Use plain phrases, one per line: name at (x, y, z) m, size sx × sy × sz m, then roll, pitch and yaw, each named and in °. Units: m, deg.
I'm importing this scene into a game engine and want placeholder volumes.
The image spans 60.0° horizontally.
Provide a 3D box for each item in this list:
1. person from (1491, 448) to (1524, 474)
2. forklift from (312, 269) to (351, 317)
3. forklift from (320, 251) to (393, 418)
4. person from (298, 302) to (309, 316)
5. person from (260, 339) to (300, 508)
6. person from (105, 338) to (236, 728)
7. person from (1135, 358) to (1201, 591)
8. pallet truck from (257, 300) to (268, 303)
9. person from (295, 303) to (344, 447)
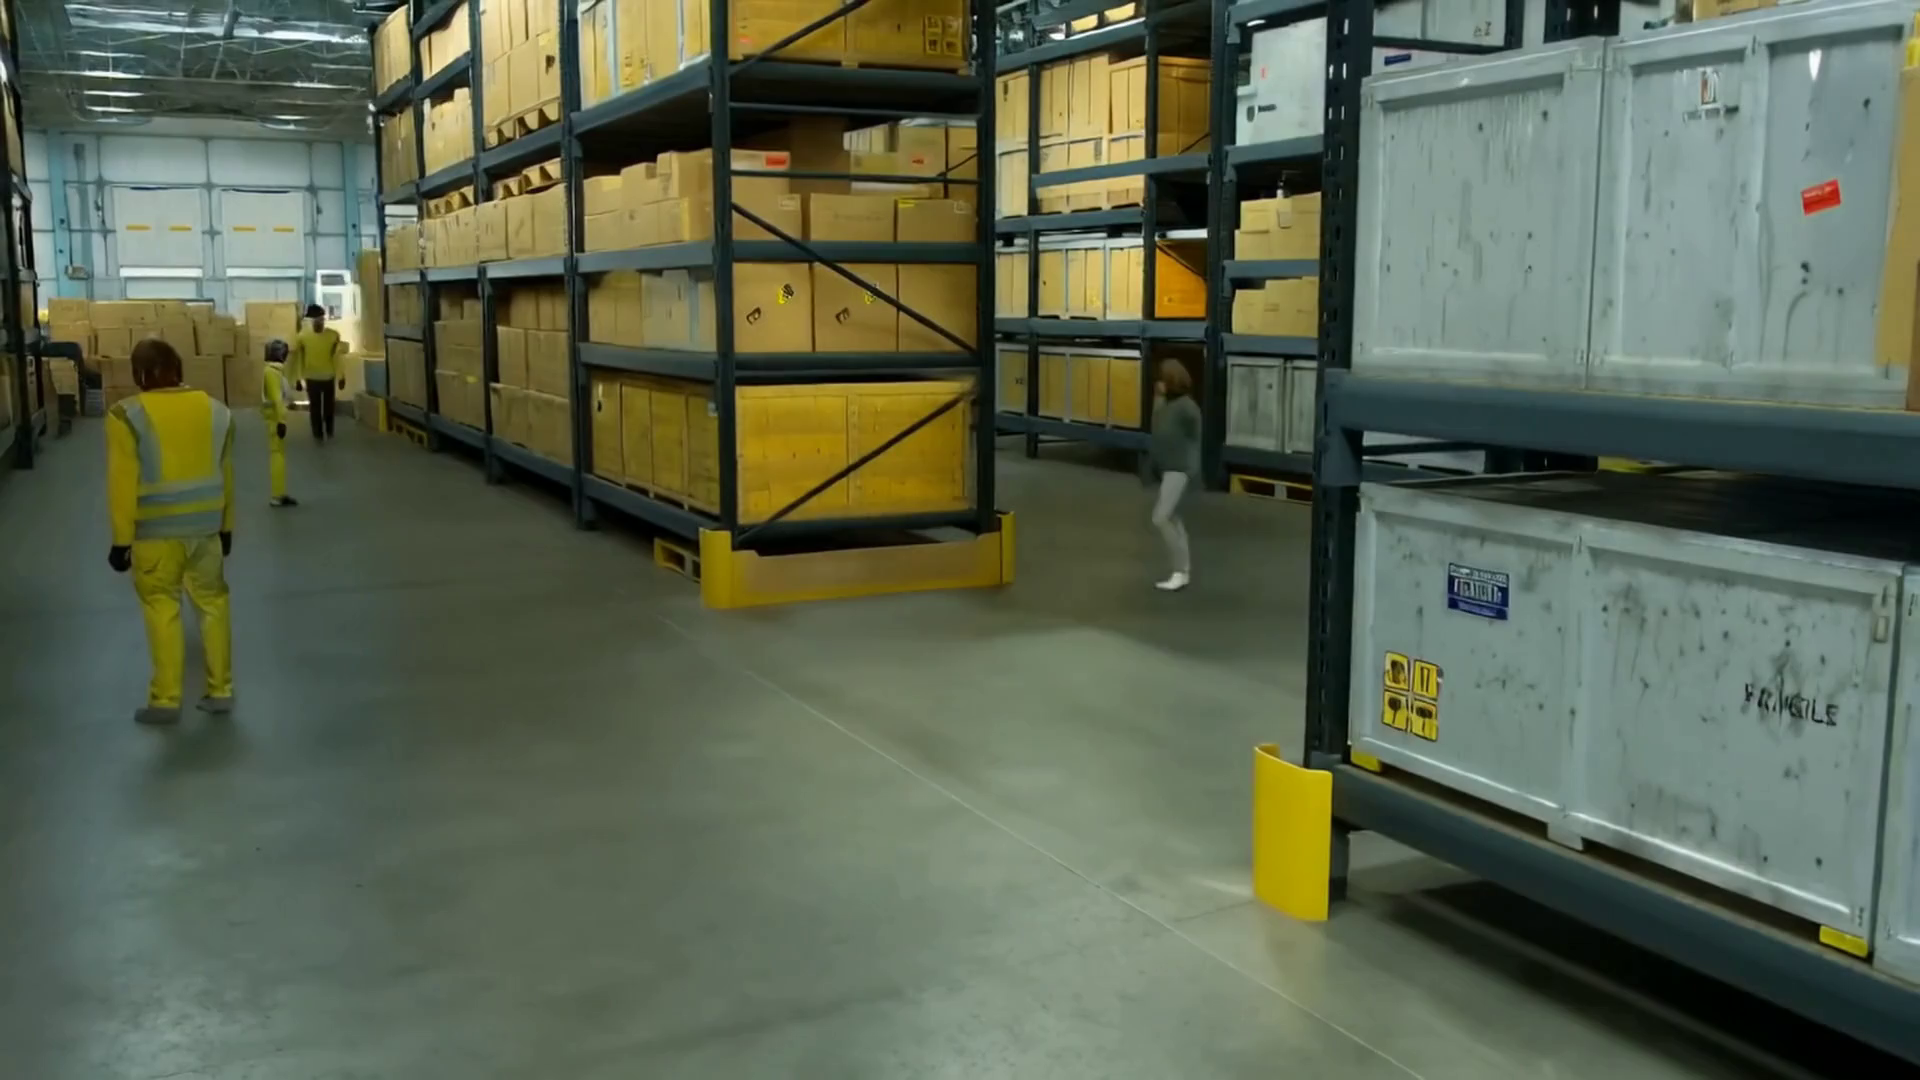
person at (4.278, -0.792, 12.984) m, size 0.660 × 1.880 × 0.602 m, roll -1°, pitch 8°, yaw -5°
forklift at (-17.230, -6.040, 45.740) m, size 1.129 × 2.768 × 1.873 m, roll -5°, pitch 10°, yaw -33°
forklift at (-10.012, -3.539, 28.492) m, size 1.873 × 2.768 × 1.129 m, roll -5°, pitch 10°, yaw -32°
person at (-23.275, -7.532, 59.345) m, size 0.568 × 1.914 × 0.577 m, roll 1°, pitch 8°, yaw 5°
person at (-6.607, -1.125, 16.117) m, size 0.314 × 1.637 × 0.514 m, roll -4°, pitch 9°, yaw -23°
person at (-3.746, -0.033, 7.900) m, size 0.430 × 1.838 × 0.619 m, roll 6°, pitch 10°, yaw 34°
person at (1.445, -0.442, 11.485) m, size 0.456 × 1.618 × 0.500 m, roll -3°, pitch 9°, yaw -21°
pallet truck at (-23.913, -7.404, 58.171) m, size 1.885 × 1.965 × 0.823 m, roll -1°, pitch 8°, yaw -9°
person at (-8.799, -2.268, 22.860) m, size 0.628 × 1.977 × 0.675 m, roll -3°, pitch 9°, yaw -22°
